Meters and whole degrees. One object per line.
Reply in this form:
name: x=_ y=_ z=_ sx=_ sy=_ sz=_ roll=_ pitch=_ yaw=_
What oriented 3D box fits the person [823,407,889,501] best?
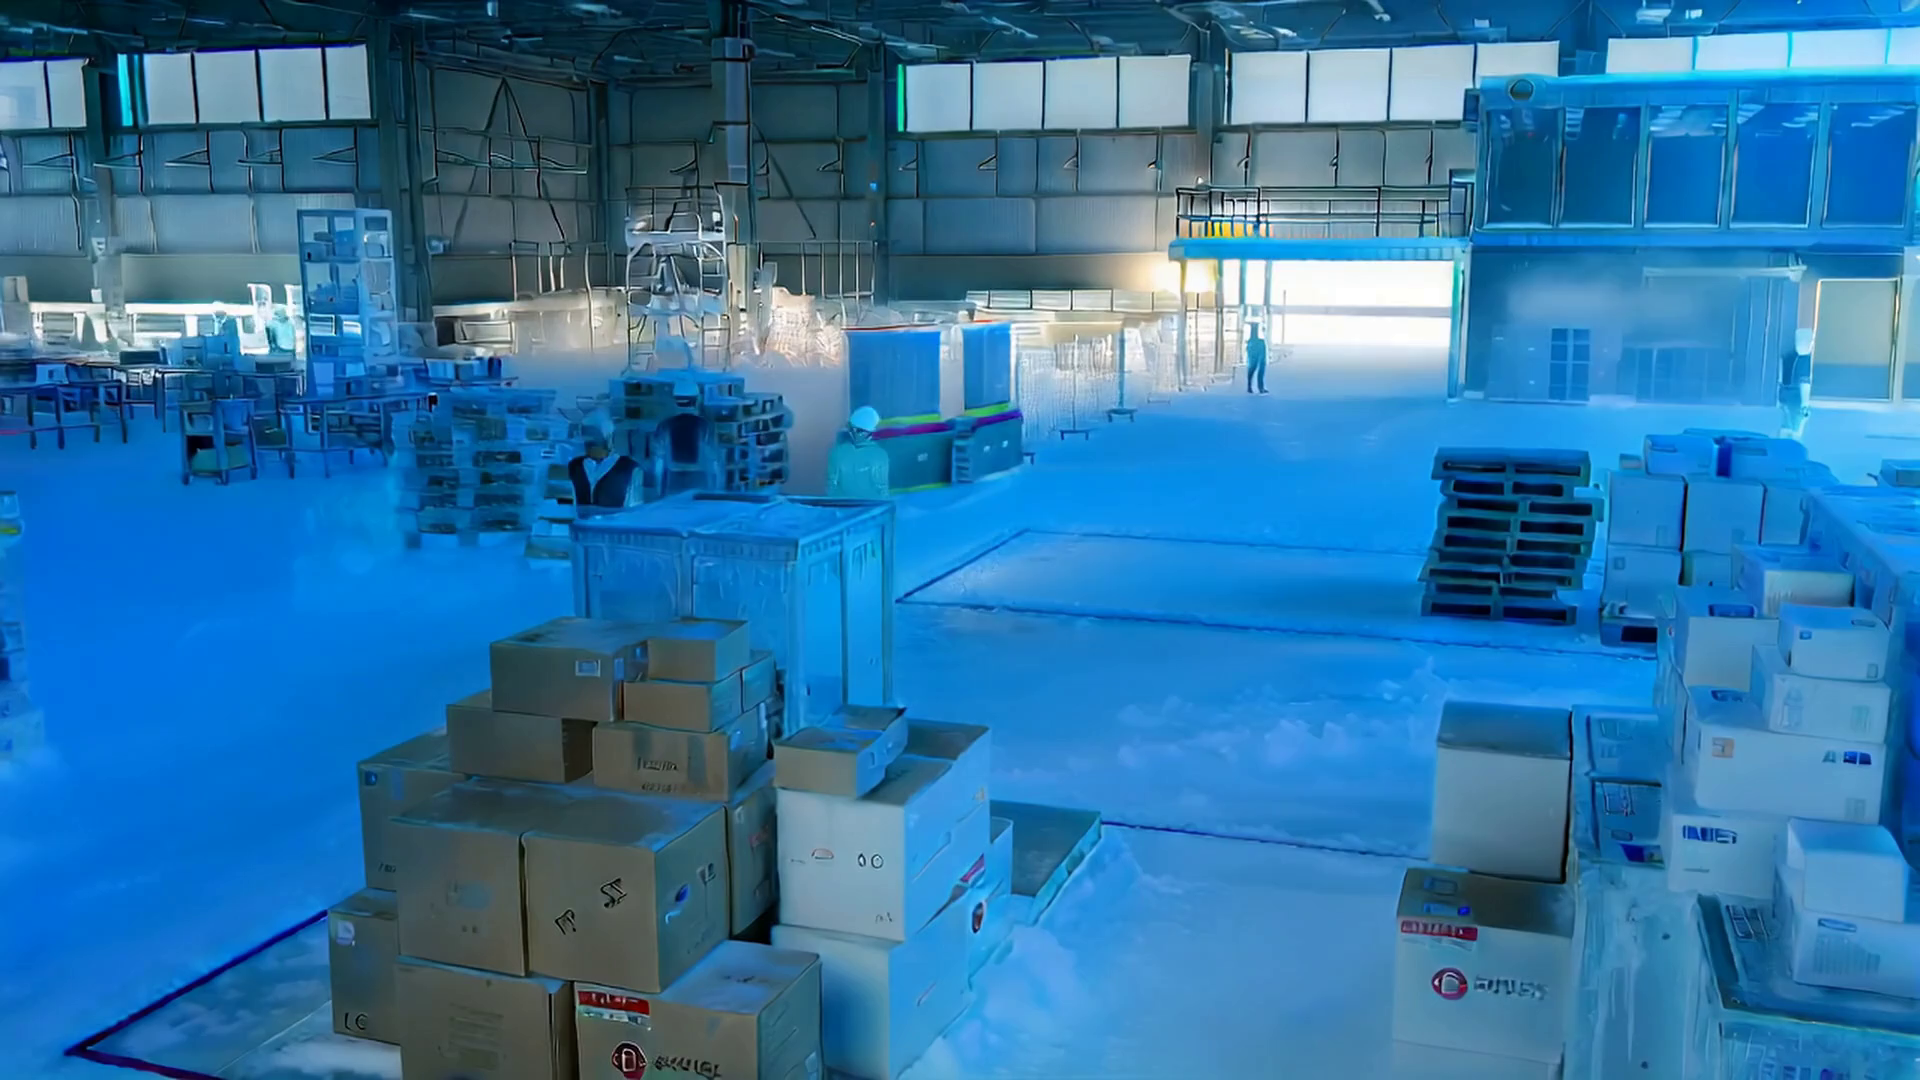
person: x=-0.856 y=-0.226 z=13.580 sx=0.556 sy=1.730 sz=0.502 roll=2 pitch=10 yaw=12

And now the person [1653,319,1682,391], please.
person: x=14.366 y=-3.895 z=33.783 sx=0.738 sy=1.897 sz=0.398 roll=-2 pitch=10 yaw=-8

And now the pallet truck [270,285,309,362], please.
pallet truck: x=-17.147 y=-5.700 z=43.663 sx=0.823 sy=1.965 sz=1.885 roll=3 pitch=11 yaw=17

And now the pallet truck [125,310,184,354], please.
pallet truck: x=-22.038 y=-5.665 z=45.457 sx=0.704 sy=1.261 sz=1.522 roll=3 pitch=11 yaw=17

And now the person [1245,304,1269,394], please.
person: x=6.063 y=-3.887 z=33.904 sx=0.516 sy=1.836 sz=0.341 roll=8 pitch=13 yaw=38

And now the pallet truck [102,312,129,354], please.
pallet truck: x=-23.057 y=-5.777 z=46.261 sx=0.680 sy=1.201 sz=1.601 roll=3 pitch=11 yaw=19

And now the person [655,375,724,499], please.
person: x=-2.315 y=-0.452 z=14.308 sx=0.581 sy=1.931 sz=0.386 roll=1 pitch=10 yaw=3

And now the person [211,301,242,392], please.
person: x=-13.508 y=-3.410 z=30.736 sx=0.521 sy=2.007 sz=0.614 roll=-5 pitch=11 yaw=-28

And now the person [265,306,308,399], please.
person: x=-13.213 y=-3.653 z=32.558 sx=1.013 sy=1.846 sz=0.664 roll=8 pitch=13 yaw=40

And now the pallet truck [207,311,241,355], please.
pallet truck: x=-19.537 y=-5.575 z=44.913 sx=0.653 sy=1.274 sz=1.630 roll=3 pitch=11 yaw=19

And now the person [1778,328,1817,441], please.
person: x=10.882 y=-1.773 z=21.653 sx=0.385 sy=1.958 sz=0.608 roll=0 pitch=10 yaw=-1

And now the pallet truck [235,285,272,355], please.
pallet truck: x=-18.327 y=-5.835 z=44.421 sx=0.823 sy=1.965 sz=1.885 roll=4 pitch=11 yaw=23

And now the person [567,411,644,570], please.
person: x=-2.425 y=0.060 z=11.448 sx=0.596 sy=1.917 sz=0.372 roll=4 pitch=11 yaw=23

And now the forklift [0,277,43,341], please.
forklift: x=-27.151 y=-6.329 z=46.328 sx=1.157 sy=1.987 sz=2.680 roll=3 pitch=11 yaw=17
